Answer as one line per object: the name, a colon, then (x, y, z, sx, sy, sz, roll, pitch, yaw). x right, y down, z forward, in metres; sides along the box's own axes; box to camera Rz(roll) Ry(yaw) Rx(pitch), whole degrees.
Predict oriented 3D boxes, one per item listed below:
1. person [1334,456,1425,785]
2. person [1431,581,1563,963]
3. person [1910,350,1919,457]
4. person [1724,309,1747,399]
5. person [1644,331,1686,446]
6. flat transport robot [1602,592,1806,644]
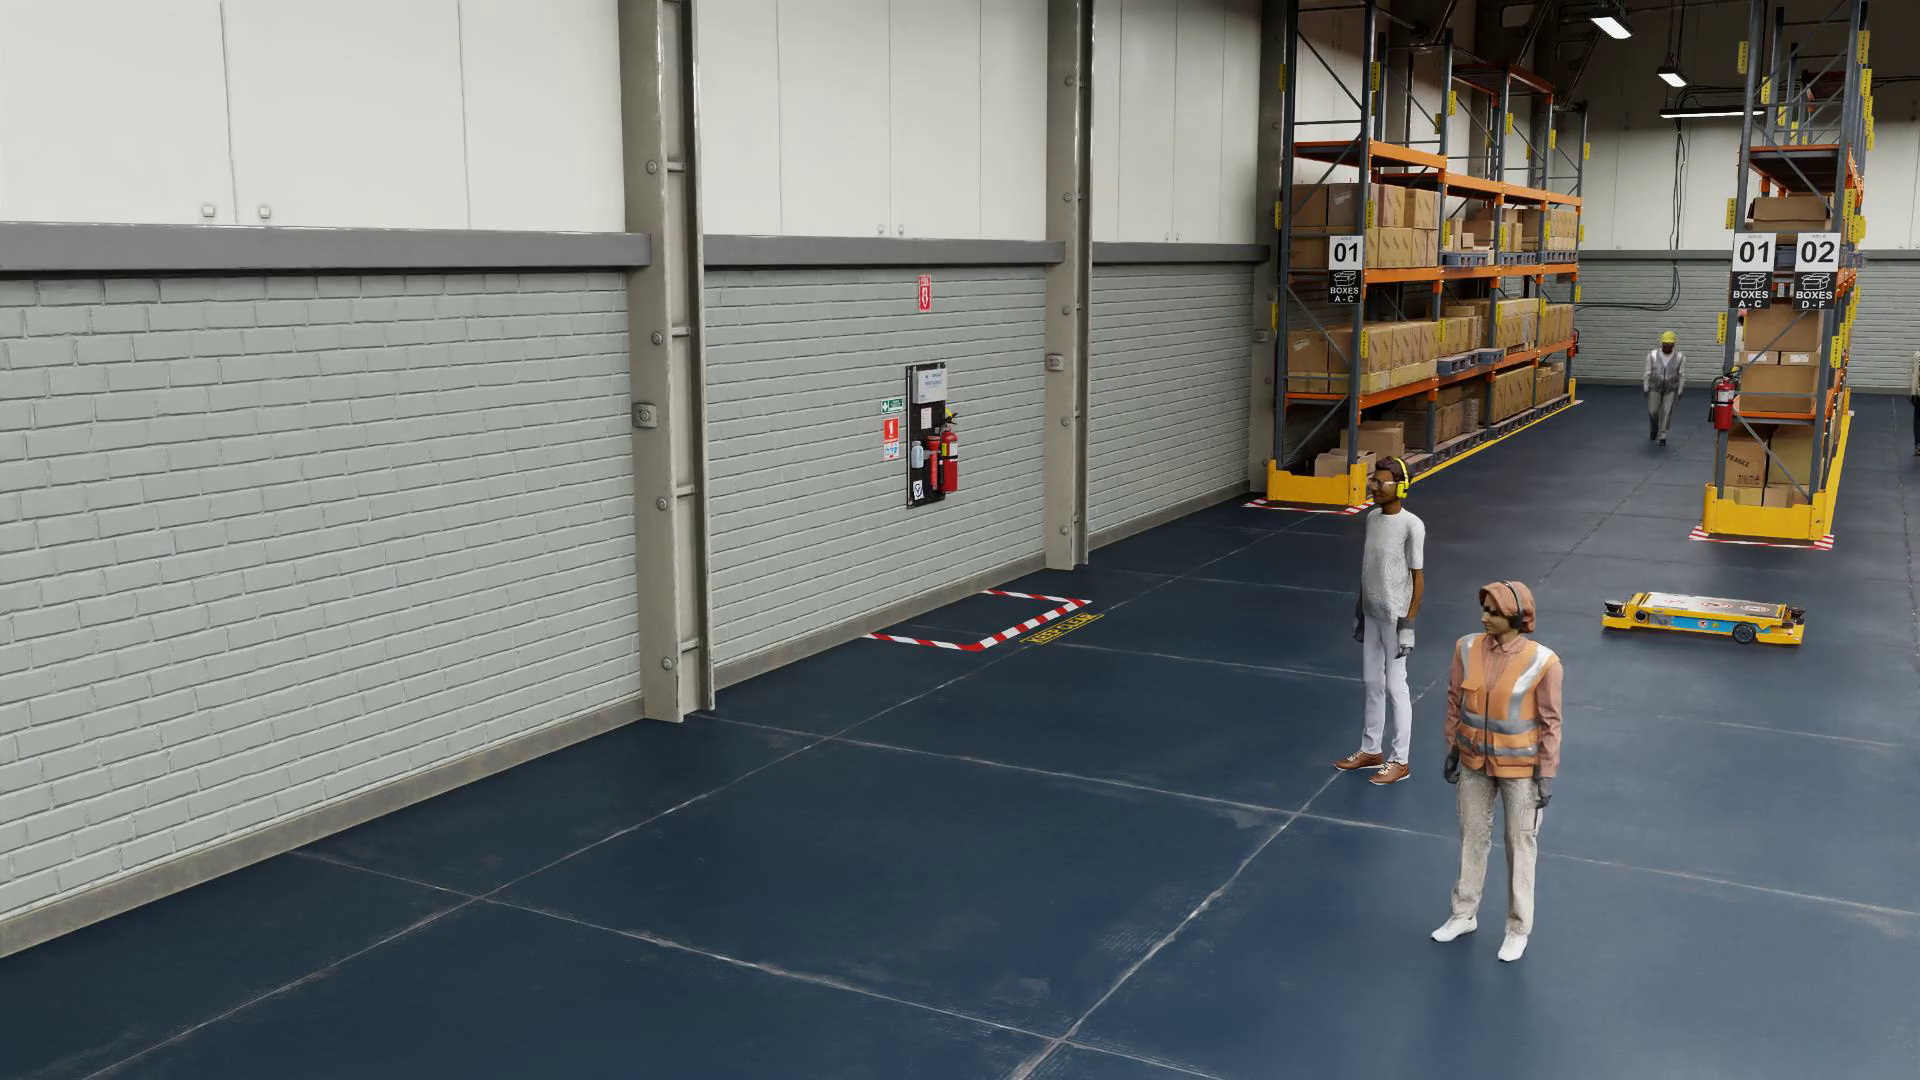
person: (2.418, 0.450, 9.491, 0.328, 1.876, 0.514, -4, 11, -24)
person: (2.310, 0.975, 7.115, 0.314, 1.636, 0.515, -9, 13, -42)
person: (14.333, -2.164, 24.502, 0.612, 1.971, 0.437, 5, 11, 25)
person: (14.758, -3.353, 31.394, 0.613, 2.003, 0.975, 5, 11, 27)
person: (11.159, -2.408, 26.357, 0.601, 1.819, 0.428, 4, 10, 22)
flat transport robot: (5.934, 0.605, 13.273, 1.431, 0.197, 0.652, 5, 11, 28)
